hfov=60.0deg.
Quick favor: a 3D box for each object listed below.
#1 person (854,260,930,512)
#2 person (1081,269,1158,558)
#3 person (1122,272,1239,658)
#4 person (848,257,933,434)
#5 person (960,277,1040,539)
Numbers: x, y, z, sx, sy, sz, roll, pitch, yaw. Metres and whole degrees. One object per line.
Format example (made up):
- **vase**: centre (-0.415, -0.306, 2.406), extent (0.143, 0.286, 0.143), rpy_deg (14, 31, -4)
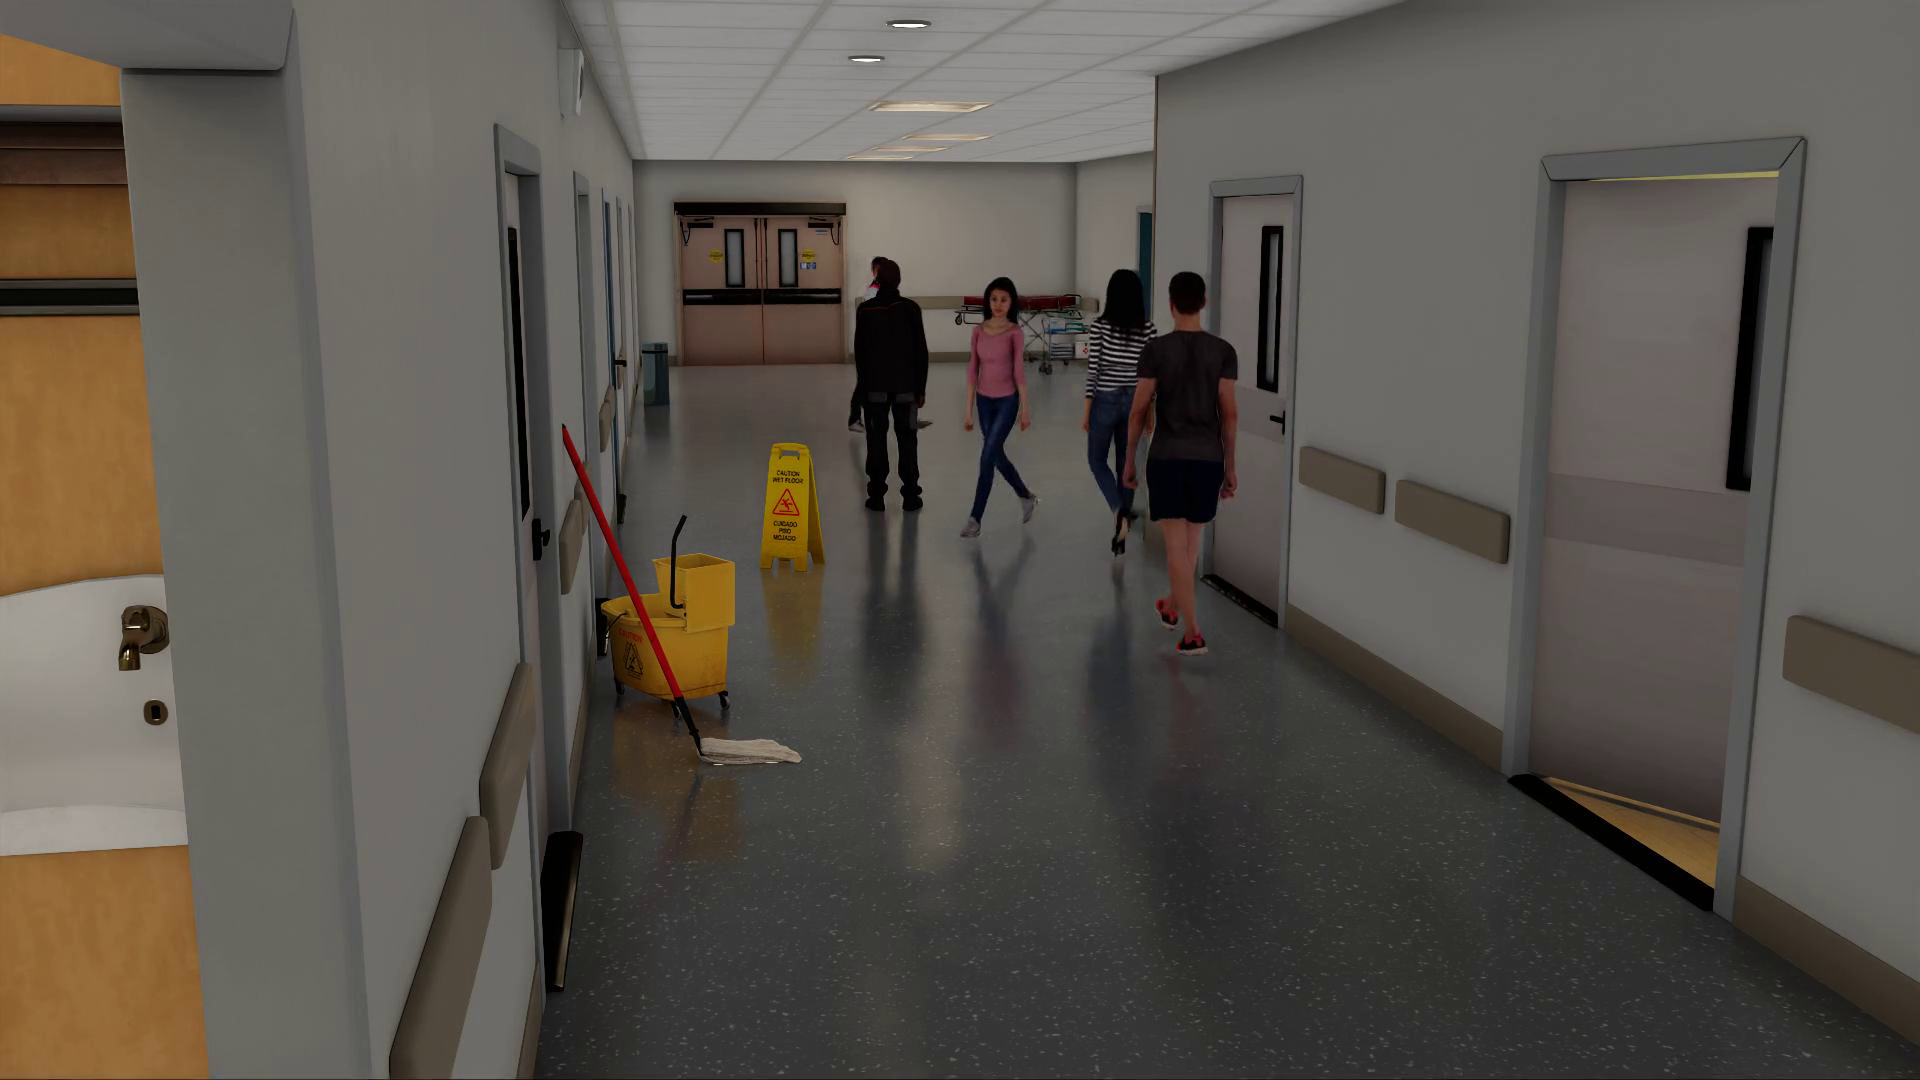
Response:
- **person**: centre (-0.505, -1.127, 12.121), extent (0.731, 1.825, 0.658), rpy_deg (0, 11, -1)
- **person**: centre (0.990, -0.746, 10.186), extent (0.623, 1.780, 0.730), rpy_deg (-1, 11, -8)
- **person**: centre (1.080, -0.317, 7.913), extent (0.726, 1.803, 1.201), rpy_deg (-1, 11, -6)
- **person**: centre (-0.883, -1.881, 16.385), extent (1.119, 1.716, 1.129), rpy_deg (6, 12, 28)
- **person**: centre (0.300, -0.882, 11.165), extent (1.089, 1.699, 1.148), rpy_deg (8, 13, 37)
